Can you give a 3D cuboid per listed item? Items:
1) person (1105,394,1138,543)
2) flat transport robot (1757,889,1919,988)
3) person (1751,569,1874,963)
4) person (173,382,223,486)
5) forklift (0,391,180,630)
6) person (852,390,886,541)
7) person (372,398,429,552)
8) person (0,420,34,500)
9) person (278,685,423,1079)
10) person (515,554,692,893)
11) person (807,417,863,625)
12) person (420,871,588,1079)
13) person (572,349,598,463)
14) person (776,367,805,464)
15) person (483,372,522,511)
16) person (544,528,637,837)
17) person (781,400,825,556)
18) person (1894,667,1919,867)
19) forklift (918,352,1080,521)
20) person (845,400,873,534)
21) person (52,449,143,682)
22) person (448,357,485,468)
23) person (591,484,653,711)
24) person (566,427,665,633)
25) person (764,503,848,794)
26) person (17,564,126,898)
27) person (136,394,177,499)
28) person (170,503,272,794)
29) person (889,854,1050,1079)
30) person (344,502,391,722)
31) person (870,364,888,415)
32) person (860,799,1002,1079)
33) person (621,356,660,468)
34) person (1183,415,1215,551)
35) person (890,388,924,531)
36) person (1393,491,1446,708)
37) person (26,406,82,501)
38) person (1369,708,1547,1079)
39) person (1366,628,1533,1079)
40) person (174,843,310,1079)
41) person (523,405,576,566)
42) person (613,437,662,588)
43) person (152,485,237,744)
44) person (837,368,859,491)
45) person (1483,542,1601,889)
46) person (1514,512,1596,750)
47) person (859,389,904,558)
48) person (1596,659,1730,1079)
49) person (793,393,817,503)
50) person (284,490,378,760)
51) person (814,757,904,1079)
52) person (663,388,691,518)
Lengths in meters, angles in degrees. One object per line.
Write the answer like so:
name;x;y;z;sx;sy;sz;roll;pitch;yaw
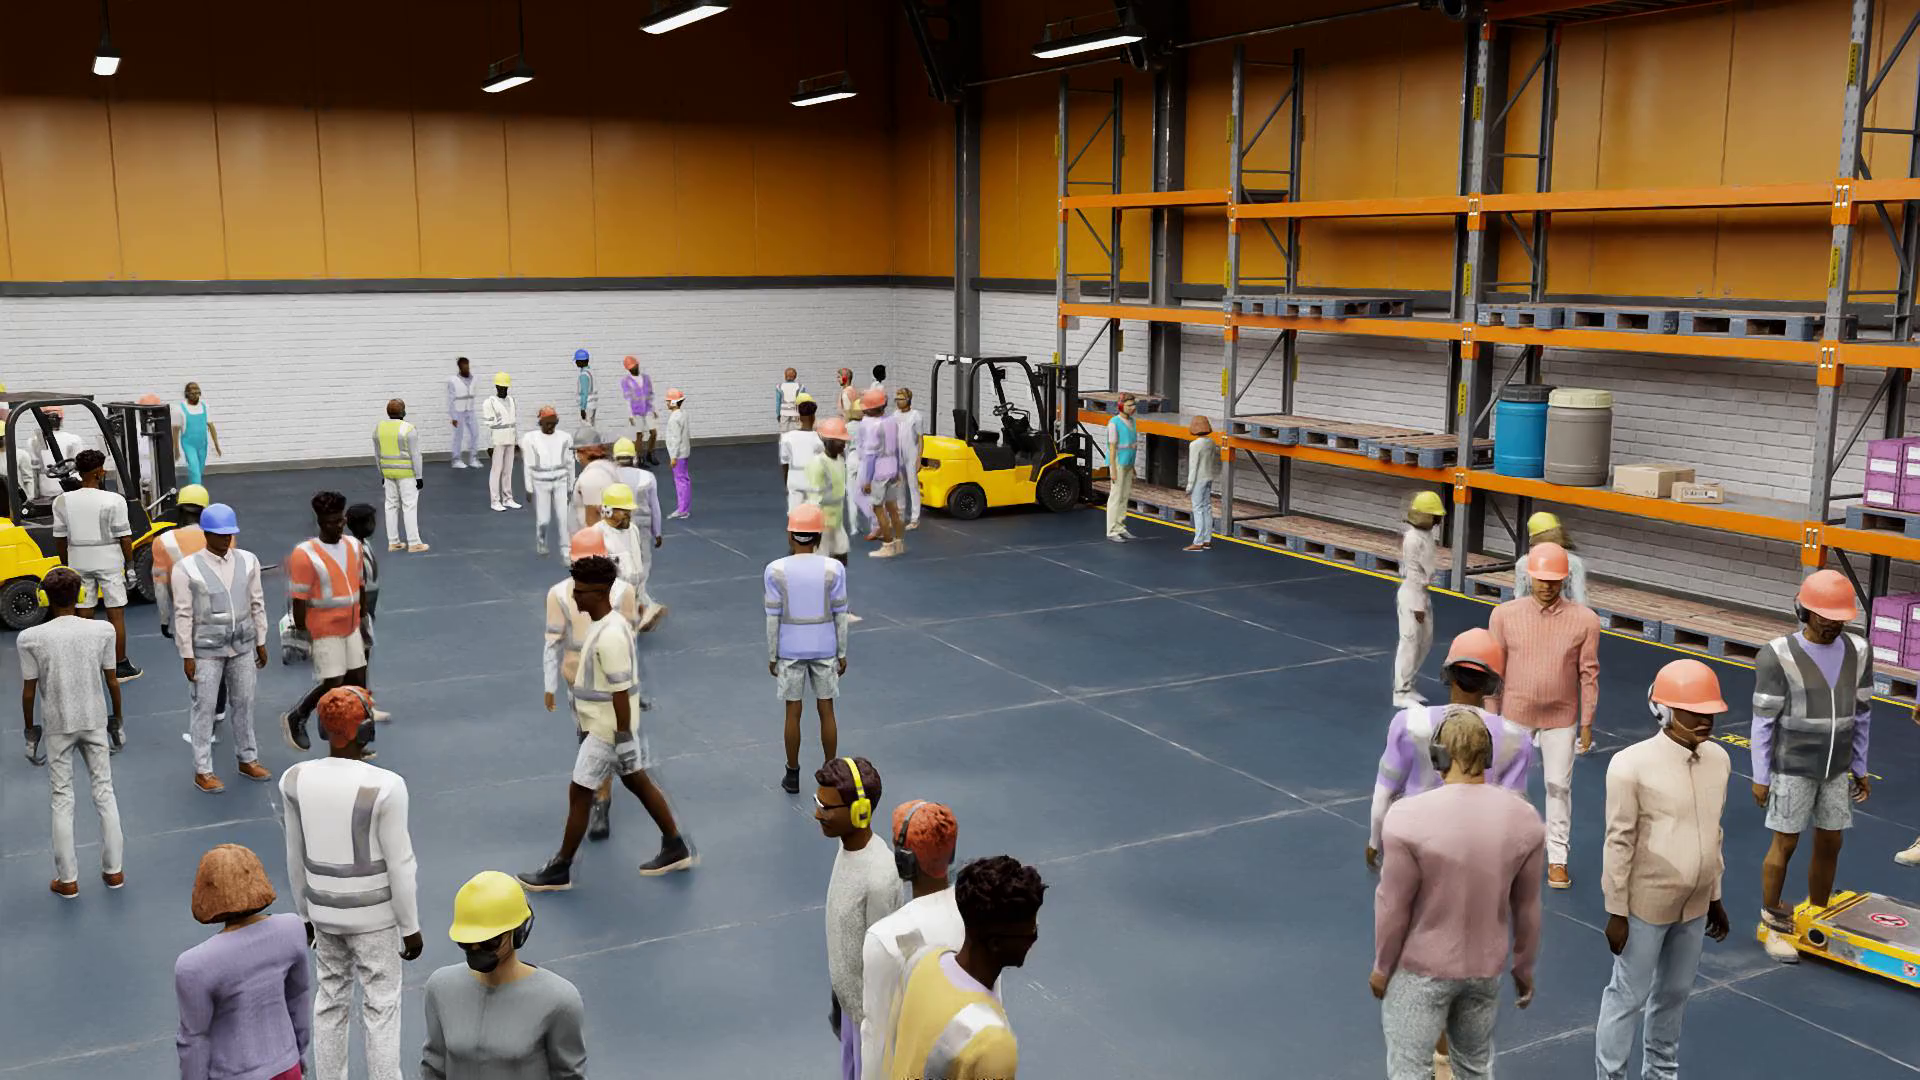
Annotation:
person;1.994;-0.897;20.587;0.377;1.844;0.567;7;12;33
flat transport robot;4.811;2.037;8.223;0.652;0.197;1.431;-8;12;-37
person;4.289;1.138;8.367;0.623;2.027;0.410;-1;10;-7
person;-10.373;-1.244;22.700;0.921;1.803;0.514;7;12;34
forklift;-9.026;-0.363;16.508;1.214;2.155;2.313;6;11;29
person;-1.096;-0.907;20.540;0.415;1.894;0.662;4;11;21
person;-6.671;-0.770;19.866;0.627;1.847;0.429;4;10;20
person;-10.344;-0.422;18.083;0.527;1.767;0.331;-1;10;-5
person;-2.426;1.506;6.677;0.579;1.878;0.347;3;10;19
person;-1.992;1.016;9.384;0.997;1.917;0.616;-2;10;-13
person;-1.370;-0.191;16.048;0.848;2.016;0.621;5;11;25
person;-1.380;1.845;5.033;0.523;1.769;0.313;2;10;9
person;-6.345;-2.268;28.230;0.416;1.939;0.612;0;10;0
person;-2.858;-2.096;28.120;0.514;1.631;0.318;0;10;3
person;-6.332;-1.369;23.081;0.375;1.922;0.594;5;11;27
person;-2.318;0.844;10.471;0.566;1.886;1.010;-1;10;-6
person;-1.750;-0.625;18.842;0.597;1.920;1.012;2;10;9
person;5.737;0.932;9.488;0.377;2.045;0.605;-5;11;-27
forklift;0.460;-1.461;22.833;2.313;2.155;1.214;-5;11;-28
person;-1.228;-0.952;21.266;0.491;1.709;0.709;3;10;18
person;-7.162;0.218;13.819;0.613;1.964;0.361;-1;10;-3
person;-8.188;-2.090;27.441;0.695;1.850;0.625;7;12;36
person;-2.638;0.467;12.820;0.403;1.820;0.595;5;11;26
person;-3.207;-0.076;15.303;0.820;2.000;0.721;2;10;10
person;-1.014;0.720;11.015;0.543;1.938;0.356;-1;10;-7
person;-4.939;1.060;9.275;0.506;1.864;0.329;-7;12;-36
person;-9.700;-0.795;19.888;0.553;1.898;0.979;0;10;0
person;-4.906;0.711;11.084;0.426;1.938;0.604;8;12;38
person;-0.018;1.816;4.718;0.514;1.934;0.641;-3;10;-18
person;-4.635;0.533;12.858;0.377;1.683;0.606;-2;10;-13
person;-1.364;-2.097;27.924;0.317;1.695;0.540;-3;10;-16
person;-0.082;1.748;5.310;0.349;1.873;0.568;9;13;43
person;-5.274;-2.109;27.469;0.661;1.882;0.387;-8;13;-40
person;2.878;-0.682;19.963;0.285;1.633;0.497;7;12;36
person;-0.698;-1.041;21.419;0.516;1.843;0.325;7;12;35
person;3.610;0.472;13.047;0.363;1.729;0.522;5;11;28
person;-9.990;-0.556;18.424;0.559;1.912;0.439;-4;11;-22
person;1.826;1.585;6.090;0.691;1.919;0.483;-2;10;-13
person;2.128;1.372;7.180;0.622;1.978;1.096;0;10;-1
person;-2.398;1.815;5.616;0.280;1.624;0.493;5;11;27
person;-4.692;-0.623;19.015;0.603;1.846;0.575;-5;11;-25
person;-3.190;-0.084;16.008;0.599;1.811;0.714;0;10;2
person;-5.641;0.530;12.365;0.619;1.854;0.853;-10;14;-44
person;-1.648;-1.649;24.915;0.384;1.845;0.565;2;10;9
person;3.260;0.986;9.365;0.609;1.985;0.409;3;10;17
person;4.300;0.660;12.036;0.620;1.698;0.433;7;12;35
person;-0.904;-0.777;19.488;0.375;2.005;0.756;5;11;26
person;2.832;1.447;6.662;0.610;1.996;0.378;-4;11;-23
person;-1.995;-1.016;21.498;0.315;1.770;0.524;2;10;10
person;-4.444;0.601;11.680;0.550;1.944;0.617;4;11;20
person;-0.350;1.658;5.846;0.322;1.862;0.512;-3;10;-17
person;-3.818;-1.171;22.425;0.337;1.752;0.564;1;10;5
